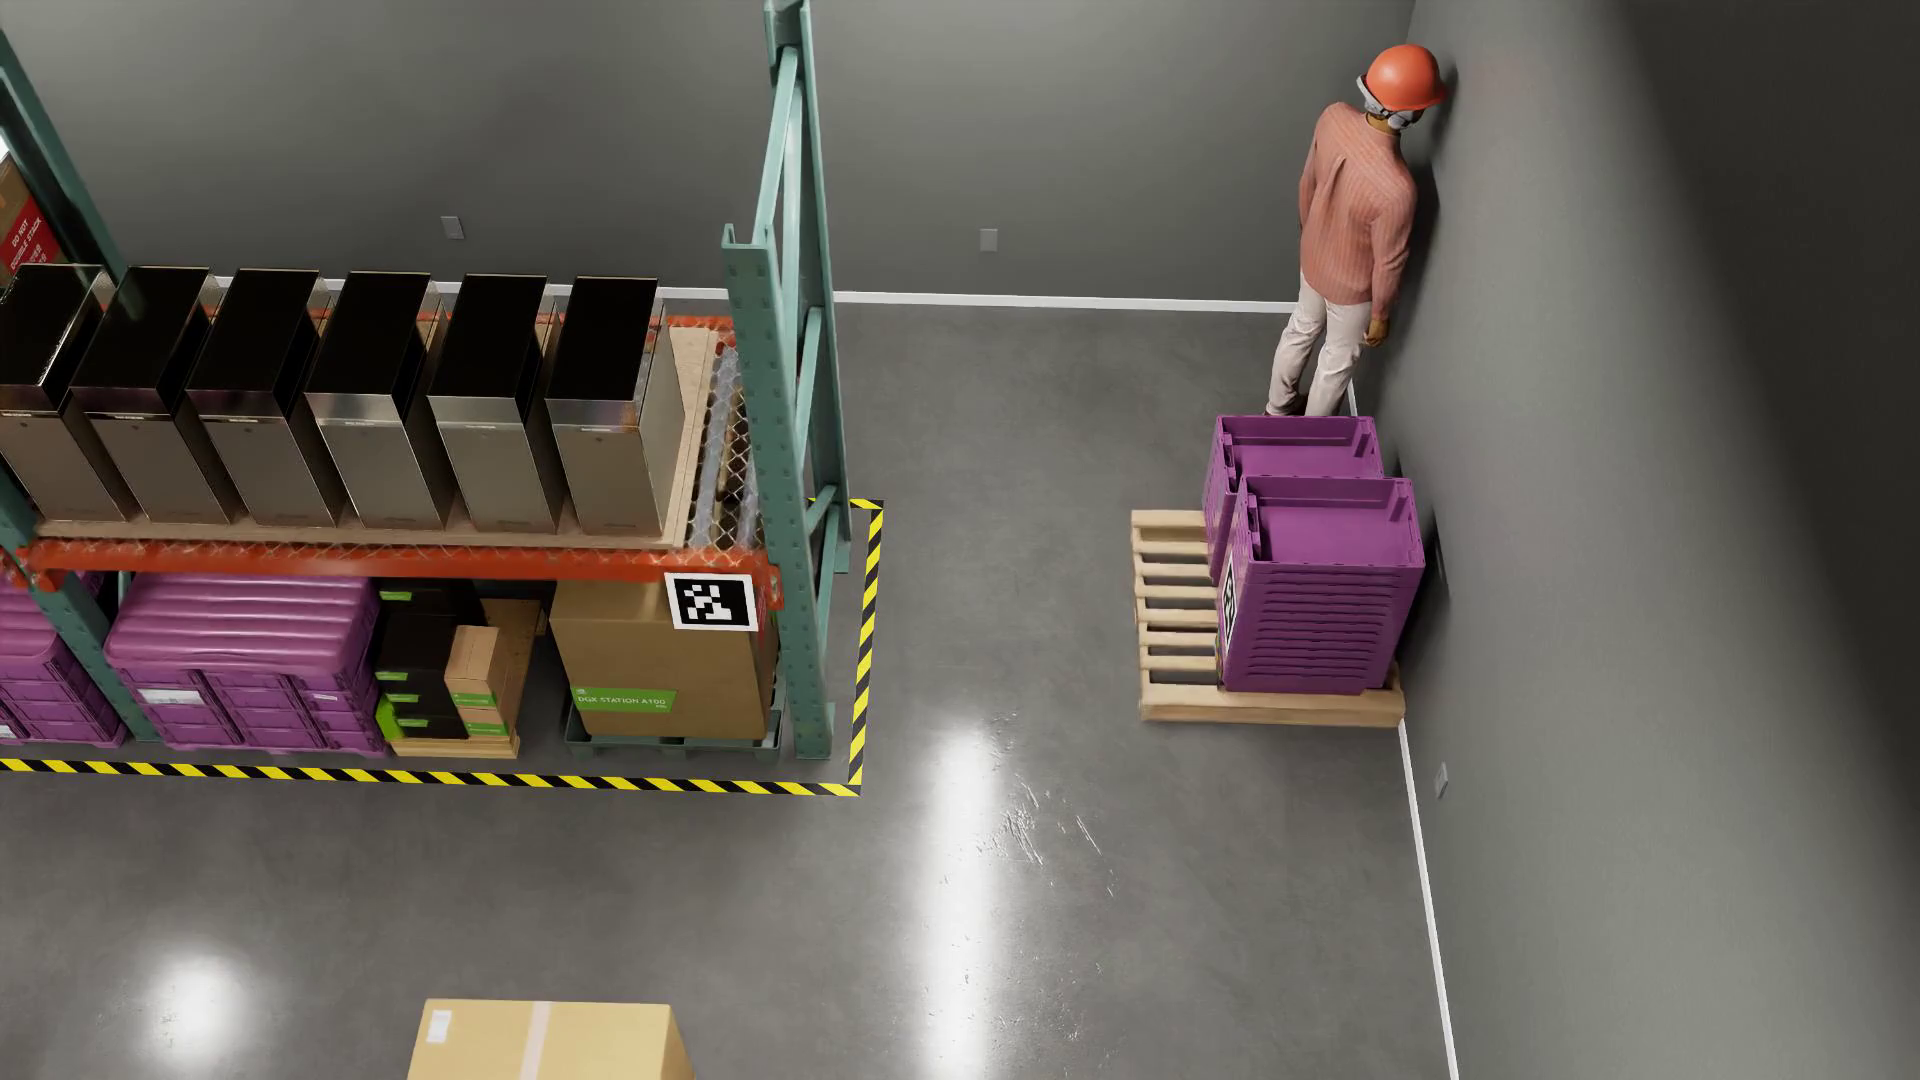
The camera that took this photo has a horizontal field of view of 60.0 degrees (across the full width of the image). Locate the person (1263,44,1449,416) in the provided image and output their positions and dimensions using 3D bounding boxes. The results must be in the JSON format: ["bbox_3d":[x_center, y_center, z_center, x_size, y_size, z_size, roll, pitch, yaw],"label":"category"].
[{"bbox_3d":[1.527,-1.067,6.498,0.396,1.991,0.623,-18,54,-13],"label":"person"}]
